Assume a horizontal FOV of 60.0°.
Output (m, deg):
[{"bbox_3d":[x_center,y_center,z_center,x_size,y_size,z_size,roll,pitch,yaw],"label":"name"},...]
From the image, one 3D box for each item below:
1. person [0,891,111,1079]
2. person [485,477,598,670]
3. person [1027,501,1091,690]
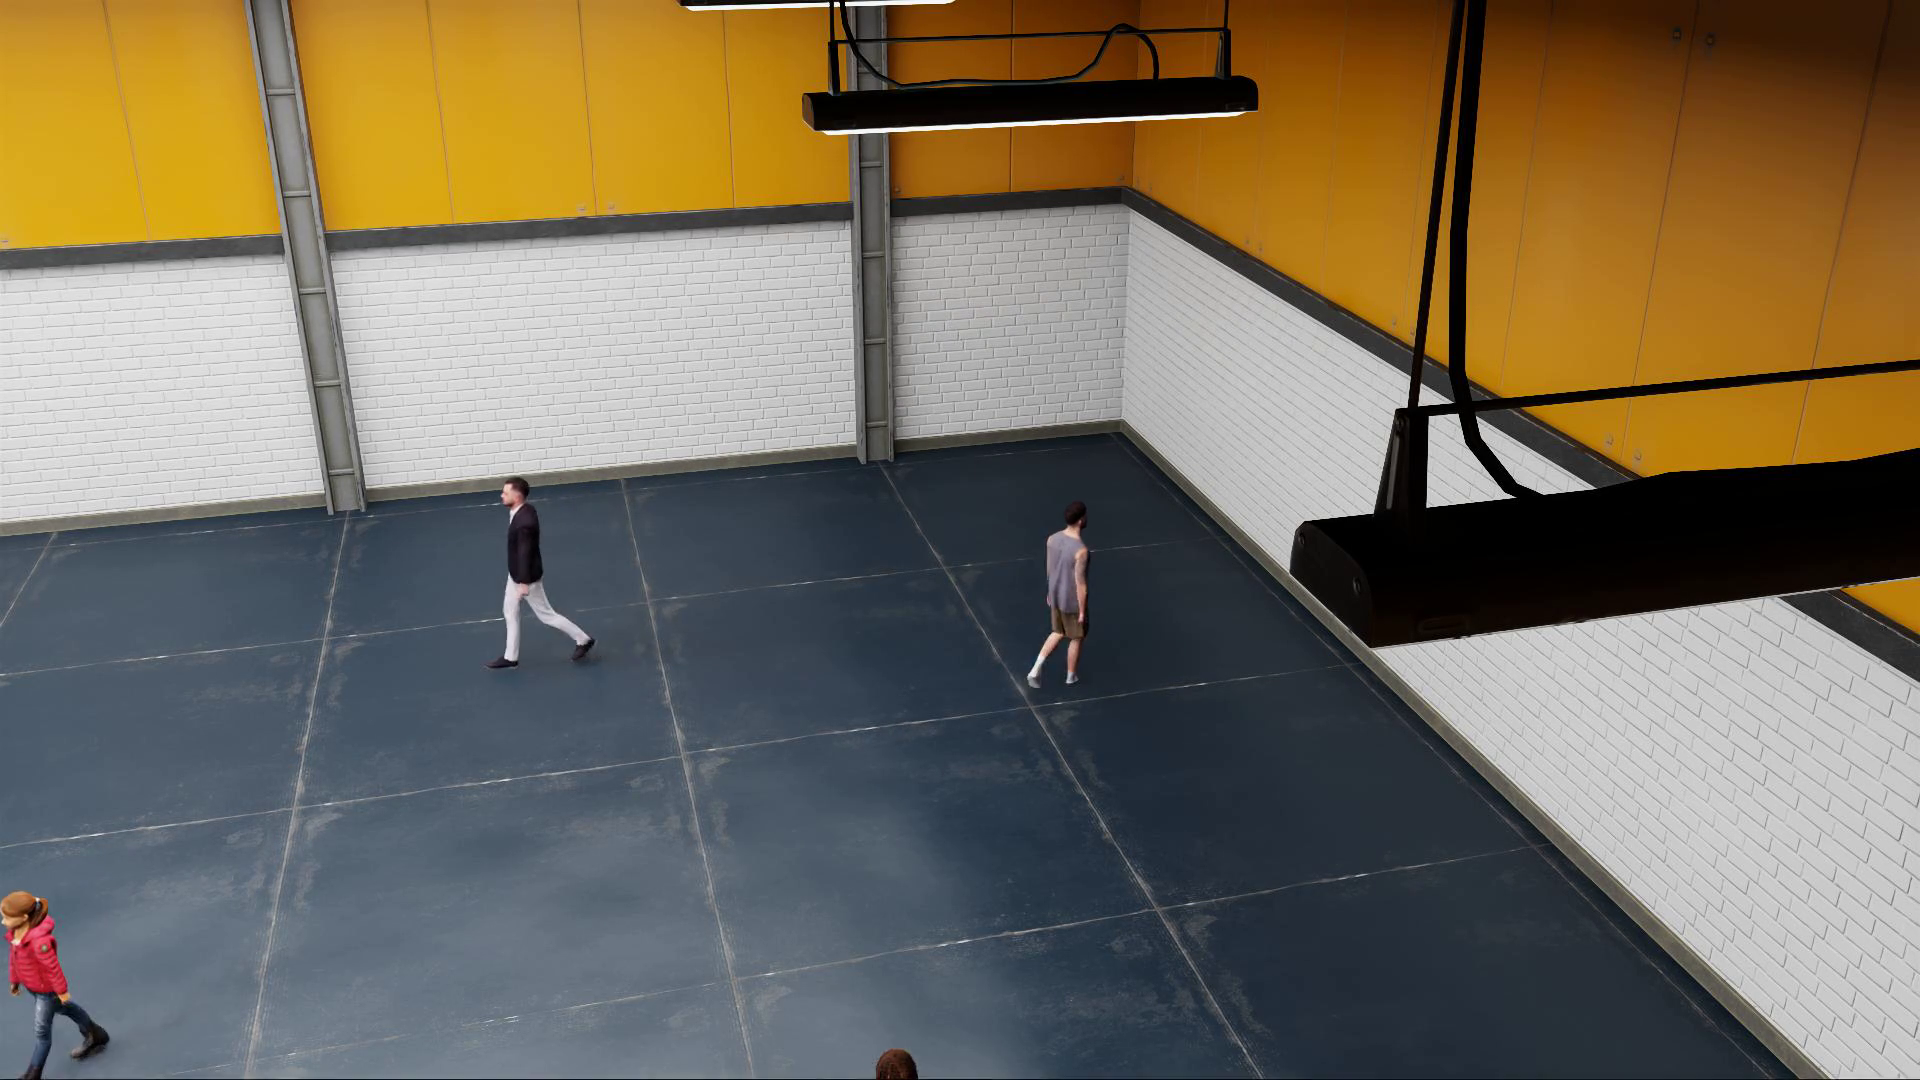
[{"bbox_3d":[-5.450,2.646,10.016,0.852,1.283,0.970,17,29,34],"label":"person"},{"bbox_3d":[-3.719,0.322,14.684,1.203,1.803,0.664,-7,25,-15],"label":"person"},{"bbox_3d":[0.874,0.538,14.450,1.022,1.836,0.878,-21,31,-40],"label":"person"}]
